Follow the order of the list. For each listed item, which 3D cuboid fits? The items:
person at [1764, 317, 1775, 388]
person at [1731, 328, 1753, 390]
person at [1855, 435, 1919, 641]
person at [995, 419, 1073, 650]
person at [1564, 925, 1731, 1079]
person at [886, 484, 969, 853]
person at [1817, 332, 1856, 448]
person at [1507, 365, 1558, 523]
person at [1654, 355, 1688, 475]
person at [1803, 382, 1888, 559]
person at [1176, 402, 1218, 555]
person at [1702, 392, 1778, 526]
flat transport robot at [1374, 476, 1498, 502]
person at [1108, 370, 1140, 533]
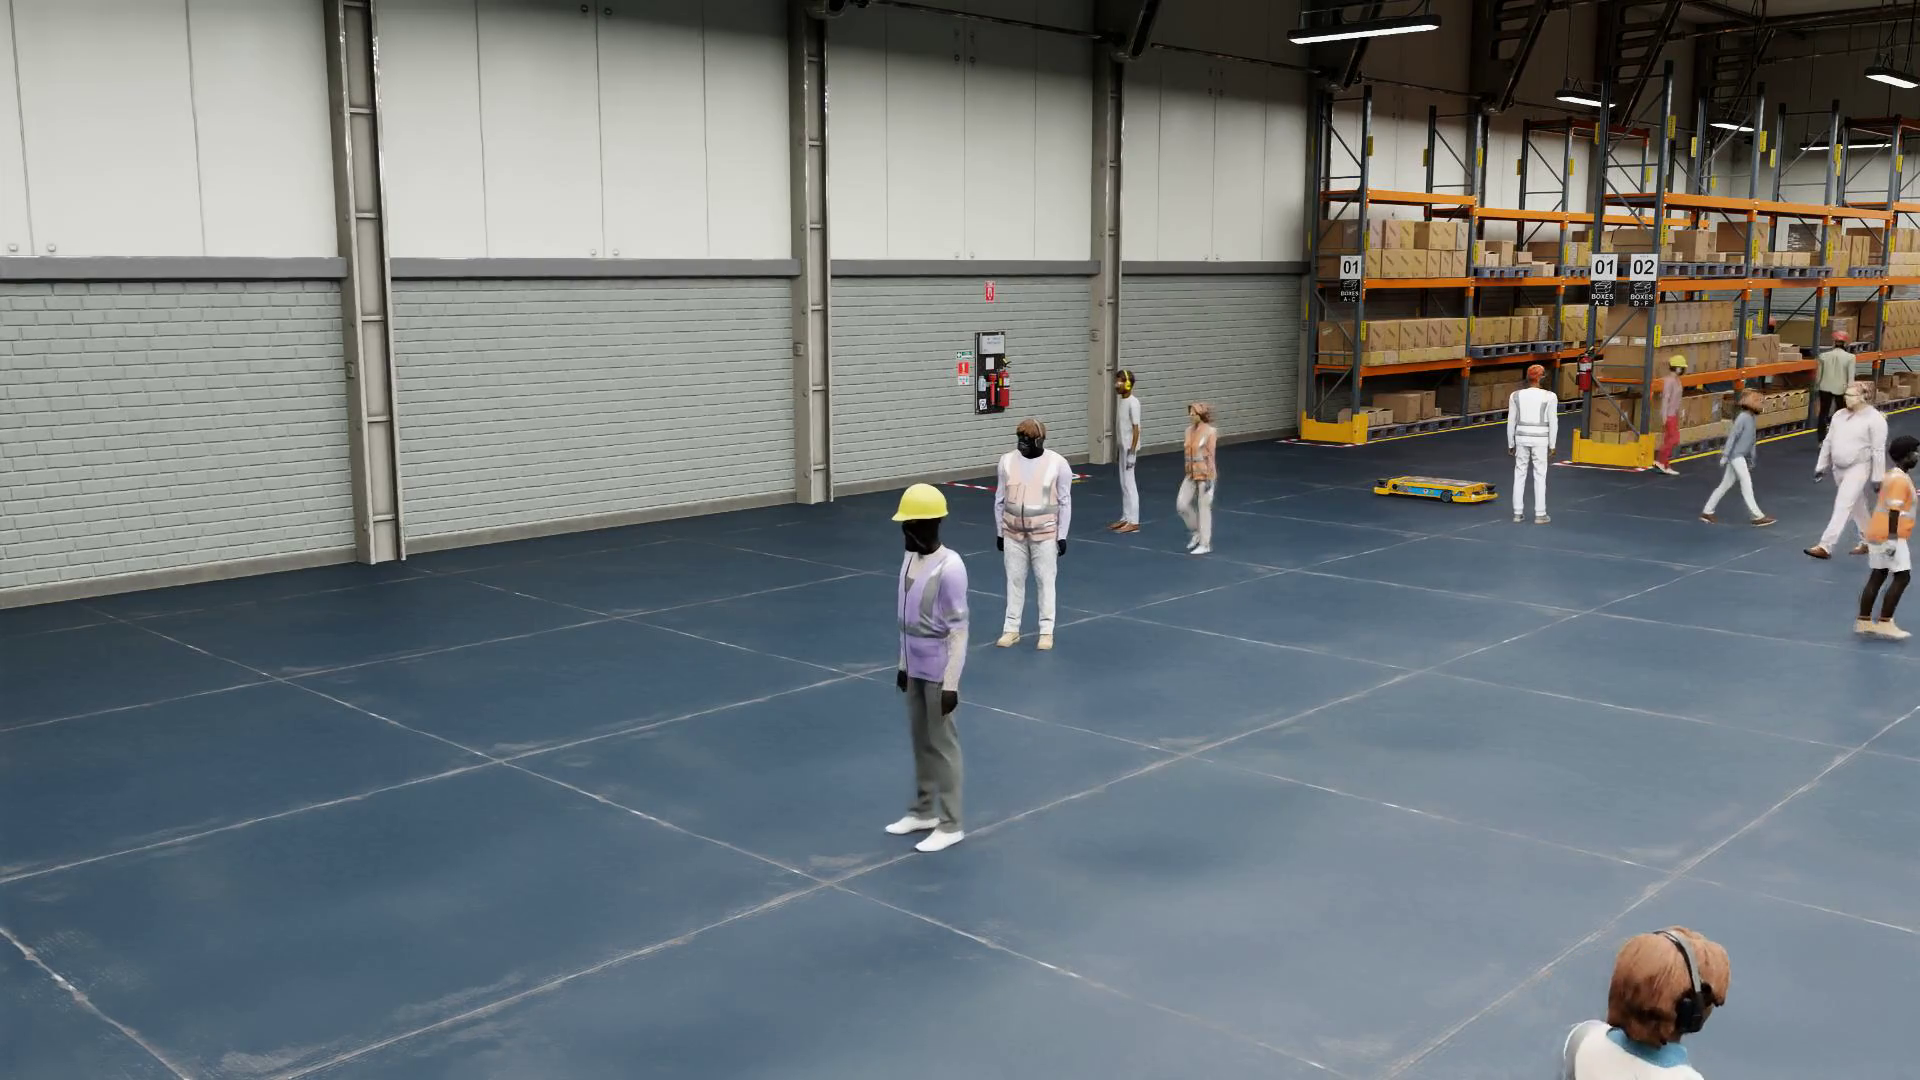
[{"bbox_3d":[16.746,-3.615,34.522,0.622,2.008,1.010,9,13,44],"label":"person"},{"bbox_3d":[16.676,-3.683,35.591,0.618,1.779,0.945,7,12,37],"label":"person"},{"bbox_3d":[7.620,-0.023,13.606,0.448,1.672,0.556,3,10,20],"label":"person"},{"bbox_3d":[0.568,-0.045,13.244,0.624,1.841,0.430,4,10,20],"label":"person"},{"bbox_3d":[1.505,1.632,3.640,0.364,1.623,0.537,-3,10,-19],"label":"person"},{"bbox_3d":[-0.174,0.660,8.683,0.386,1.925,0.592,-5,10,-27],"label":"person"},{"bbox_3d":[14.802,-2.538,28.106,0.617,1.935,1.043,8,12,40],"label":"person"},{"bbox_3d":[6.805,-1.140,19.783,0.573,1.883,0.359,7,11,35],"label":"person"},{"bbox_3d":[10.401,-1.811,24.239,0.365,1.750,0.552,8,12,39],"label":"person"},{"bbox_3d":[9.291,-0.726,17.370,1.043,1.852,0.641,-2,10,-13],"label":"person"},{"bbox_3d":[2.515,-0.645,17.554,0.370,1.626,0.516,-6,11,-32],"label":"person"},{"bbox_3d":[9.166,-0.947,19.522,0.850,1.571,0.553,8,12,39],"label":"person"},{"bbox_3d":[6.252,-0.679,21.870,1.431,0.197,0.652,9,13,43],"label":"flat transport robot"},{"bbox_3d":[1.903,-1.015,19.079,0.310,1.864,0.533,-2,9,-10],"label":"person"}]
